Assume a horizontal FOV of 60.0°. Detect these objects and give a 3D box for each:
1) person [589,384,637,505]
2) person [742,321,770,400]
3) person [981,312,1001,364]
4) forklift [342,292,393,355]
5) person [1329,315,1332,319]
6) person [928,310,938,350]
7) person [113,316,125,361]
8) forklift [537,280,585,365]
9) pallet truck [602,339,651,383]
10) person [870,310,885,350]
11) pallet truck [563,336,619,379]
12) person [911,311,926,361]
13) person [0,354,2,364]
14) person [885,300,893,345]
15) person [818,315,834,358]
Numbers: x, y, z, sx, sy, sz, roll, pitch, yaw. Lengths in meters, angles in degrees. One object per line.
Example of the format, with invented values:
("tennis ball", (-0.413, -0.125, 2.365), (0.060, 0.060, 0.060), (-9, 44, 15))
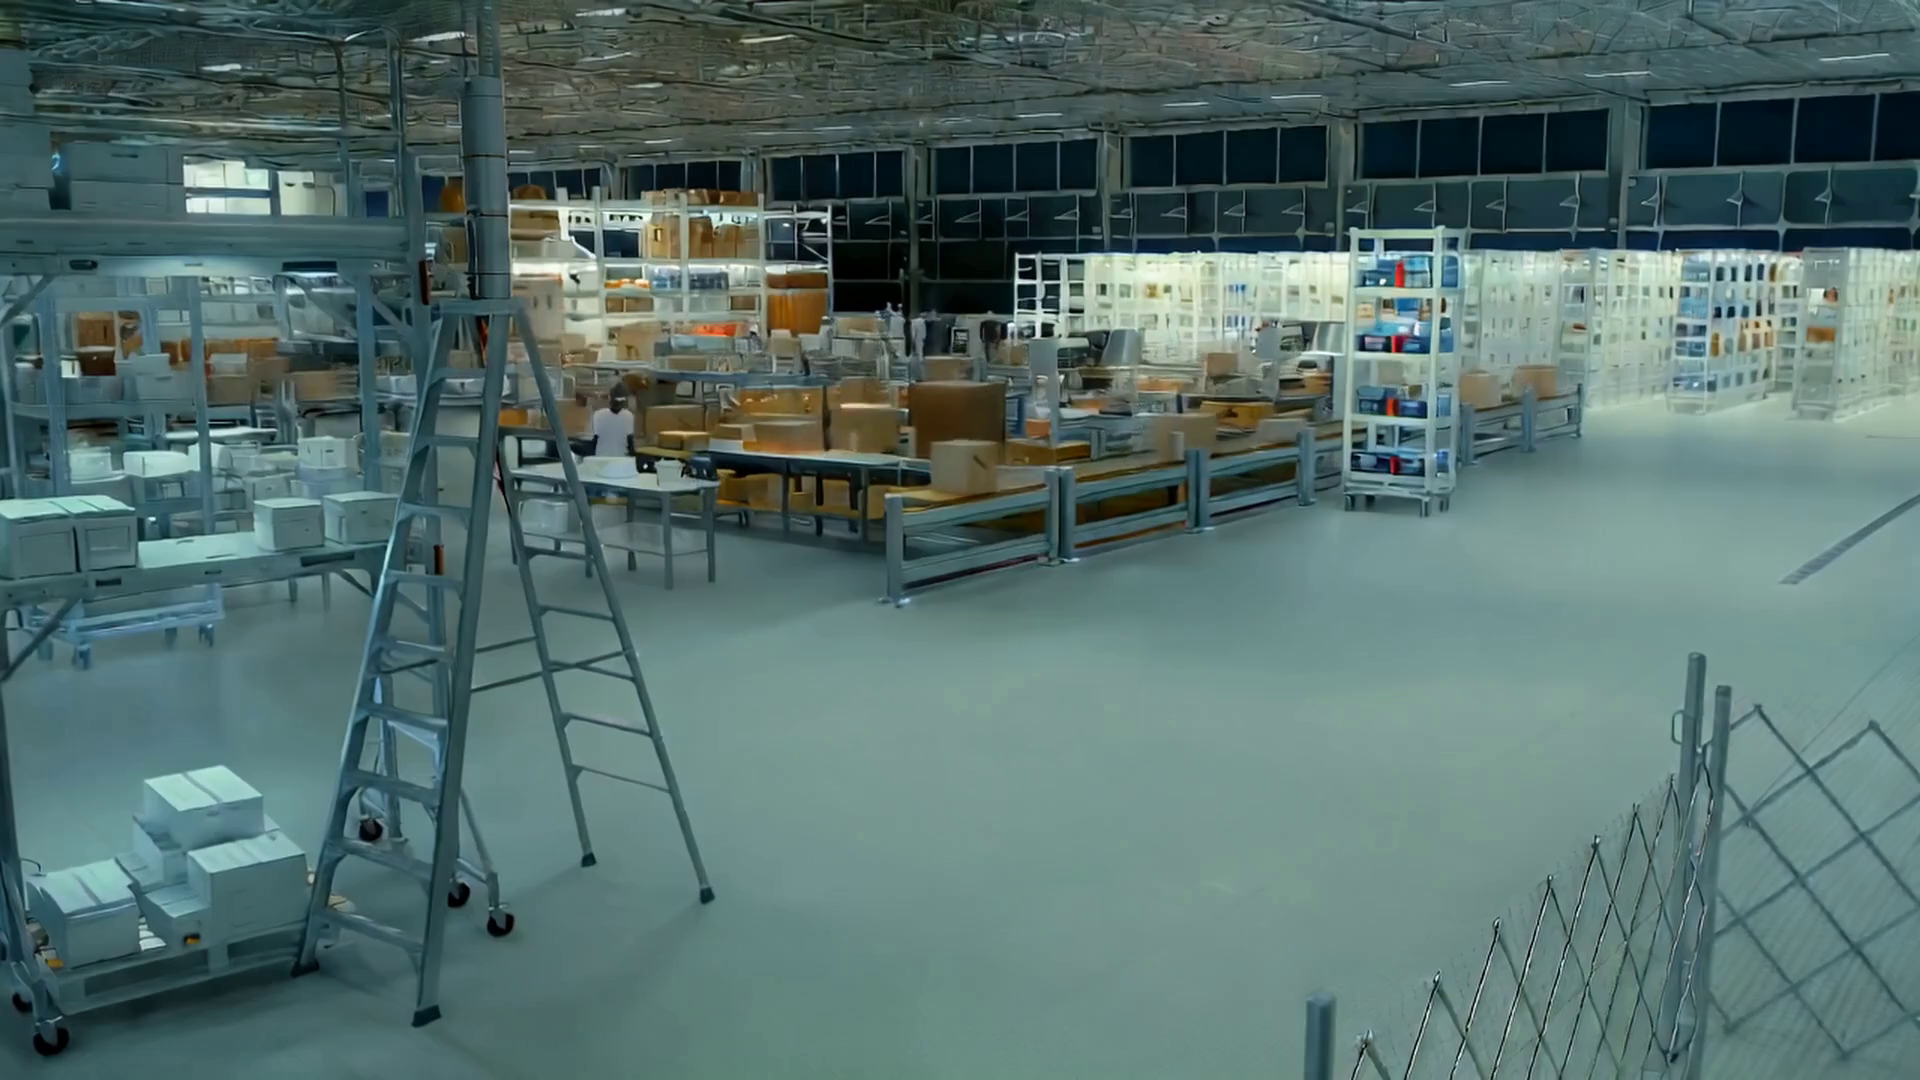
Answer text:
("person", (-3.902, -0.851, 18.711), (0.547, 1.796, 0.929), (-6, 11, -32))
("person", (-4.850, -4.252, 39.625), (0.993, 1.892, 0.604), (6, 11, 31))
("person", (0.953, -6.128, 51.515), (0.634, 1.860, 1.028), (0, 9, 0))
("forklift", (-16.485, -5.622, 45.120), (1.129, 2.768, 1.873), (7, 11, 37))
("person", (11.861, -6.379, 53.116), (0.403, 1.828, 0.595), (3, 10, 18))
("person", (-1.021, -7.654, 61.511), (0.952, 1.689, 0.485), (7, 11, 36))
("person", (-25.385, -5.919, 50.471), (0.536, 1.757, 0.528), (-8, 12, -41))
("forklift", (-13.006, -6.891, 53.038), (1.129, 2.768, 1.873), (7, 11, 37))
("pallet truck", (-8.991, -4.871, 45.351), (0.653, 1.274, 1.630), (7, 11, 37))
("person", (-2.701, -6.658, 54.801), (0.564, 1.848, 0.388), (-7, 12, -39))
("pallet truck", (-10.690, -5.294, 48.215), (1.601, 1.201, 0.680), (-5, 10, -26))
("person", (-1.452, -7.023, 57.418), (0.586, 1.733, 0.401), (-5, 10, -29))
("person", (-29.816, -6.125, 51.336), (0.661, 1.887, 0.509), (1, 9, 5))
("person", (-2.998, -9.236, 70.618), (0.369, 1.933, 0.551), (-4, 10, -24))
("person", (-3.822, -5.547, 47.907), (0.403, 1.834, 0.589), (-8, 12, -42))
